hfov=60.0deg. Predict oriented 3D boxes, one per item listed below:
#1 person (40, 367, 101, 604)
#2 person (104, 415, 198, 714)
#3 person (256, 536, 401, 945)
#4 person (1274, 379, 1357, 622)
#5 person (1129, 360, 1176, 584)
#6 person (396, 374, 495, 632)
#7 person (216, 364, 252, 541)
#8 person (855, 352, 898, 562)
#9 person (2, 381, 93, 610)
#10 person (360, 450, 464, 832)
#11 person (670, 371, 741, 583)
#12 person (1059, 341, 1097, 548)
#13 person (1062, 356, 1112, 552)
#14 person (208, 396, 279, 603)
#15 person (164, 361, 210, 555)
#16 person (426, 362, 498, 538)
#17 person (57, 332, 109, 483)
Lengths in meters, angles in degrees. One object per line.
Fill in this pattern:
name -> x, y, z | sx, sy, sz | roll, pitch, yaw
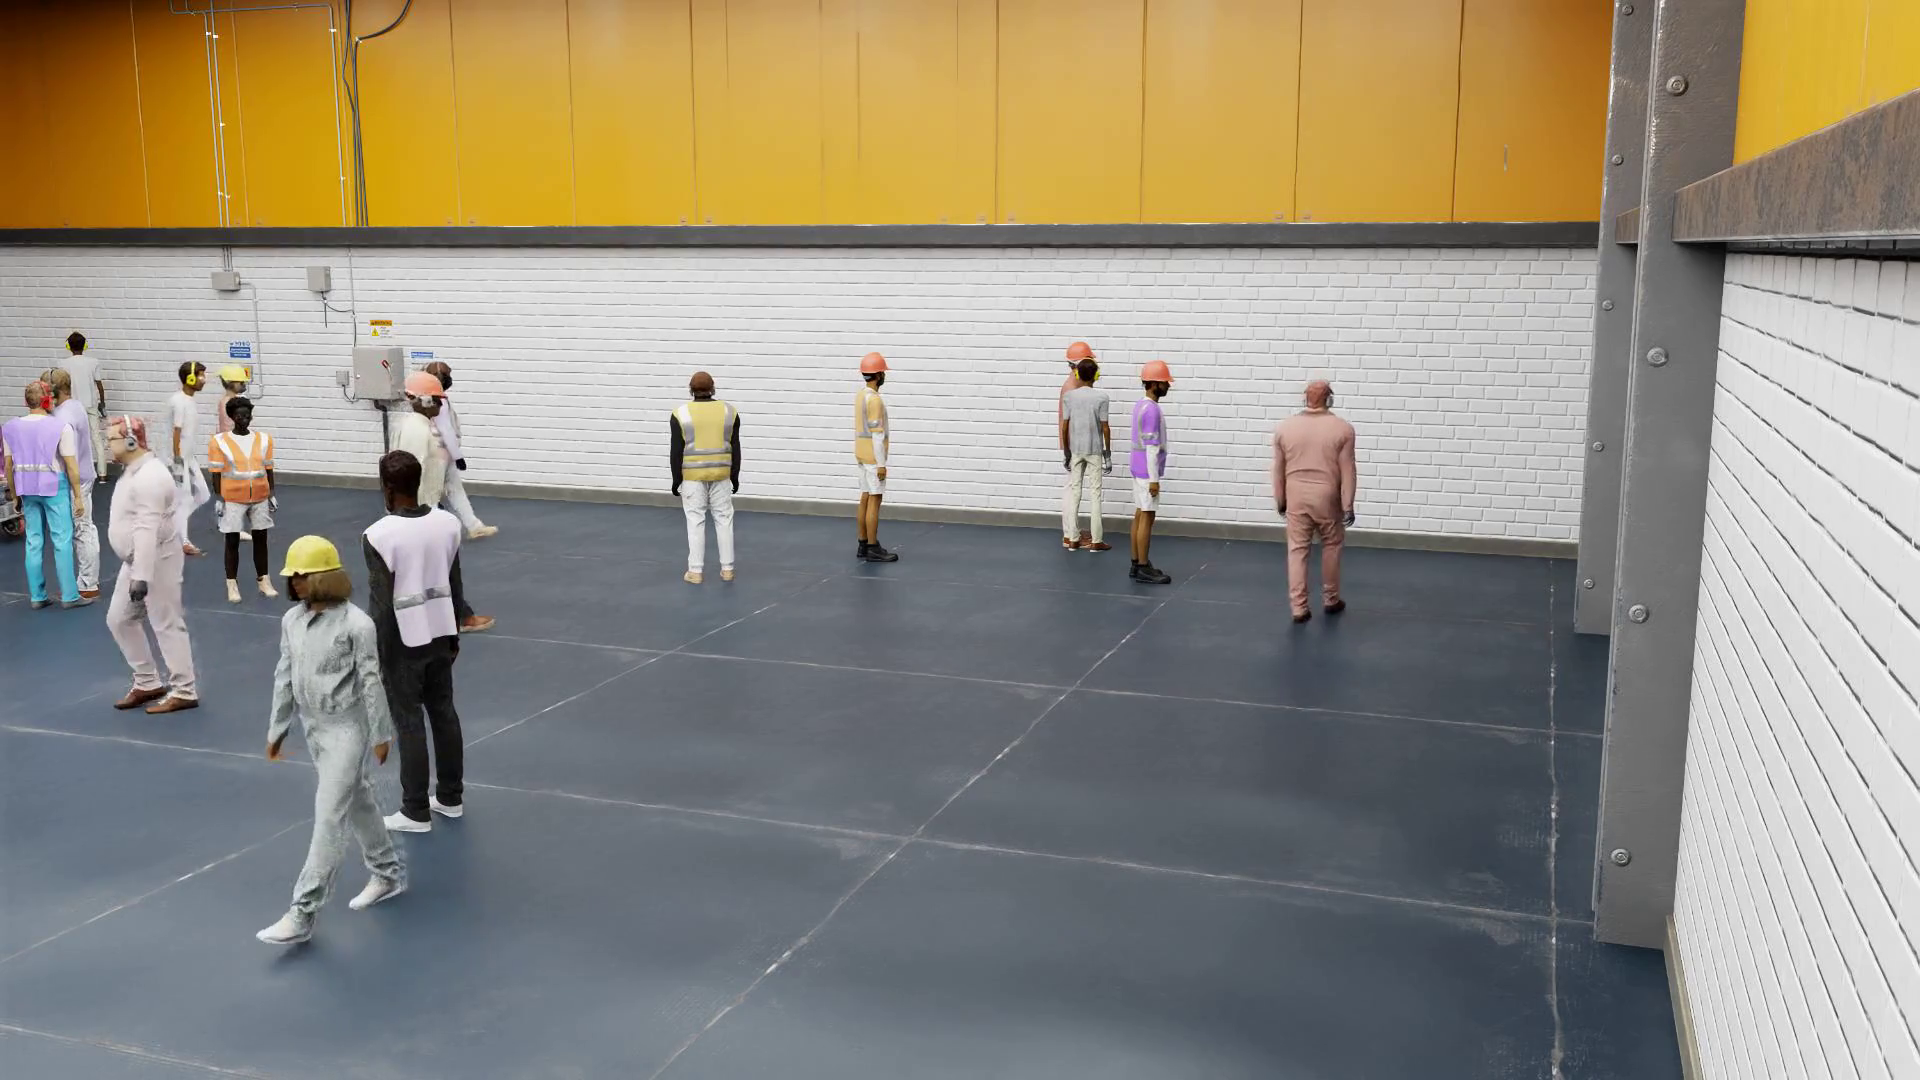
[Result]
person -> -7.289, -0.447, 13.639 | 0.371, 1.935, 0.627 | -4, 11, -21
person -> -5.086, 0.167, 10.302 | 0.599, 1.886, 0.661 | -8, 13, -38
person -> -2.746, 0.832, 7.070 | 0.500, 1.696, 0.886 | 6, 11, 28
person -> 2.816, -0.322, 13.070 | 0.680, 1.876, 0.813 | 5, 11, 26
person -> 1.665, -0.594, 14.455 | 0.377, 1.938, 0.547 | -1, 10, -3
person -> -3.925, -0.264, 12.514 | 0.877, 1.958, 0.642 | -4, 11, -23
person -> -7.098, -0.848, 16.364 | 0.361, 1.754, 0.535 | -3, 10, -15
person -> -0.792, -0.766, 15.416 | 0.347, 1.941, 0.550 | -4, 11, -20
person -> -7.331, -0.345, 13.319 | 0.571, 1.840, 0.373 | 0, 10, 2
person -> -2.721, 0.504, 8.327 | 0.386, 1.917, 0.595 | 5, 11, 26
person -> -2.215, -0.544, 14.455 | 0.626, 1.840, 0.430 | -4, 11, -22
person -> 1.142, -0.927, 16.162 | 0.373, 1.997, 0.619 | 1, 10, 6
person -> 1.219, -0.818, 15.894 | 0.514, 1.876, 0.328 | 5, 11, 26
person -> -5.885, -0.338, 13.691 | 0.534, 1.699, 0.318 | -9, 14, -42
person -> -7.302, -0.758, 15.647 | 0.480, 1.842, 0.568 | -1, 10, -6
person -> -5.103, -0.849, 16.336 | 0.982, 1.794, 0.634 | -5, 11, -24
person -> -10.739, -1.609, 20.357 | 0.521, 1.874, 0.328 | -7, 12, -35
